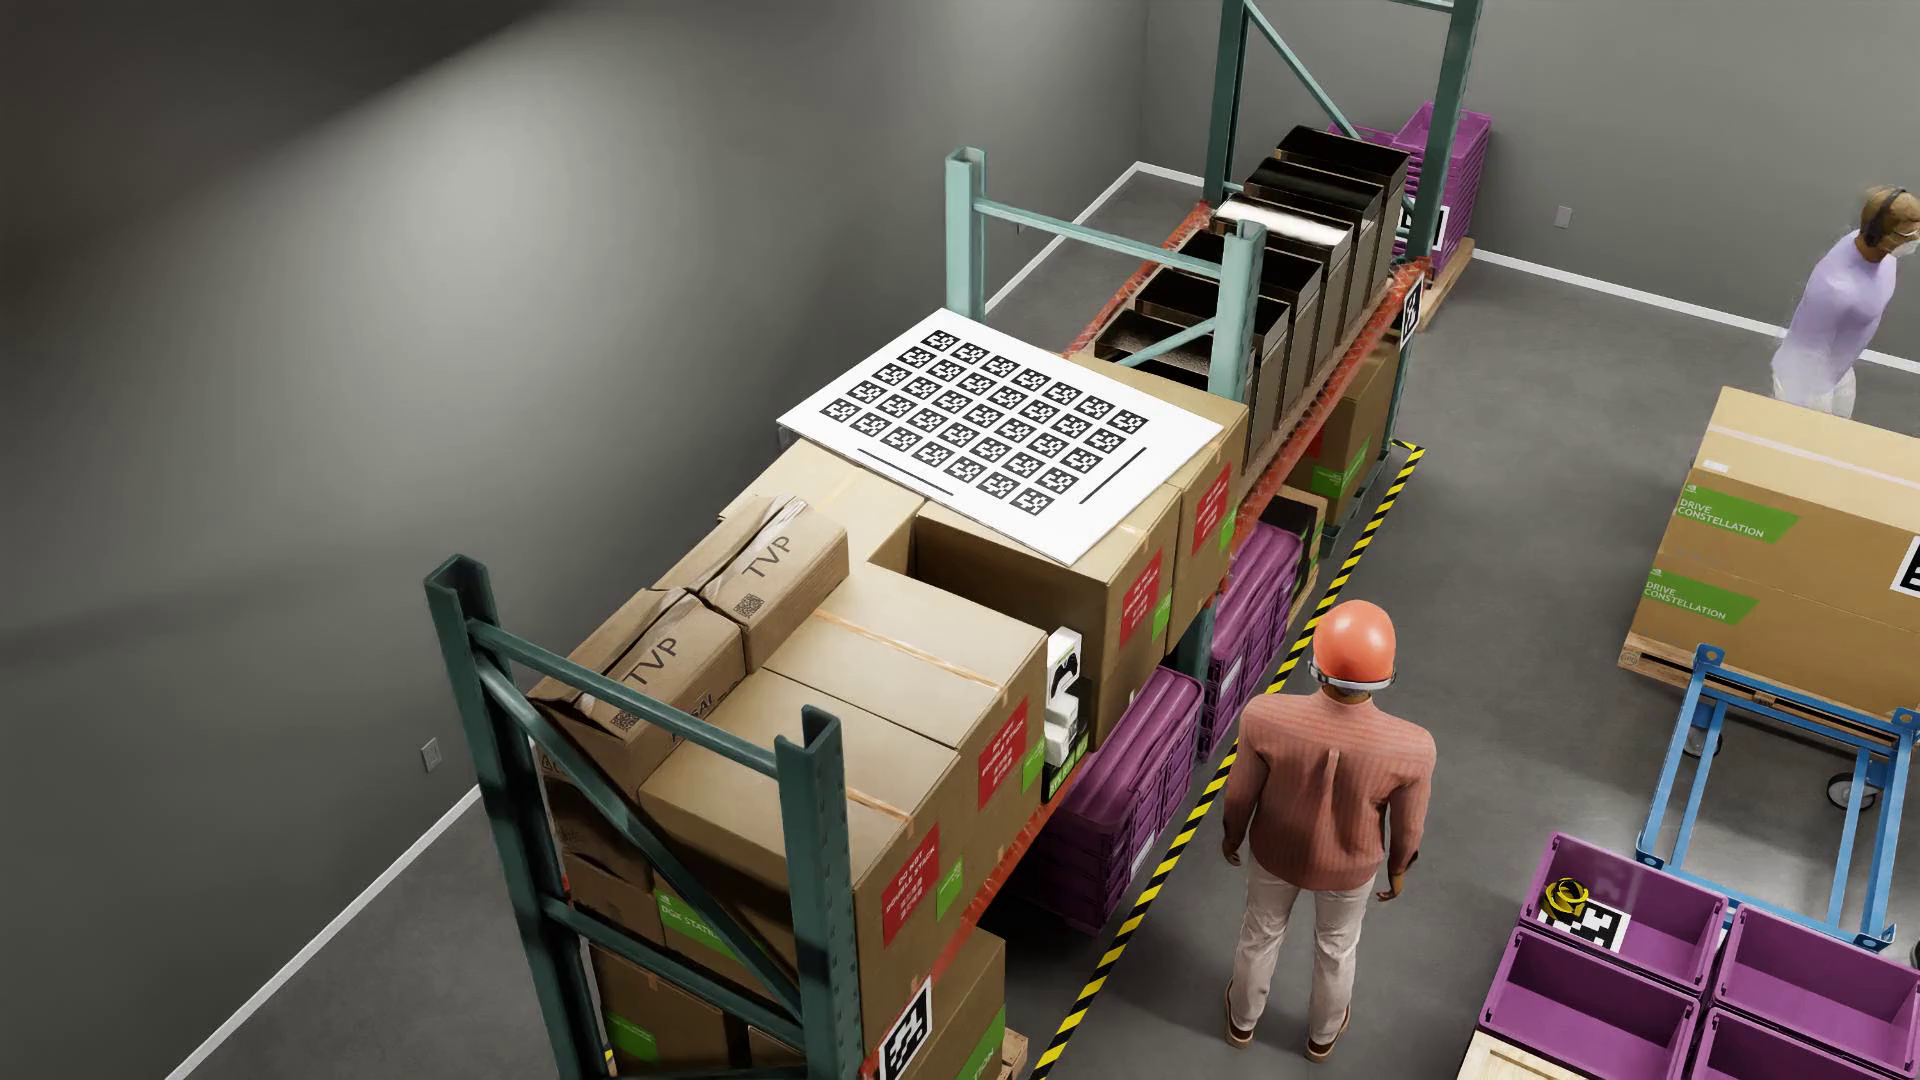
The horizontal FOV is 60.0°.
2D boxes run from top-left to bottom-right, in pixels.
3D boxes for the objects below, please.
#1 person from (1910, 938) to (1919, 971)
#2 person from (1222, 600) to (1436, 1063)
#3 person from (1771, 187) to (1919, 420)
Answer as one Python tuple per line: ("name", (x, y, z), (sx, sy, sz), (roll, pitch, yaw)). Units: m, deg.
("person", (3.698, 0.941, 5.559), (0.591, 1.829, 0.404), (24, 45, 26))
("person", (1.155, 0.978, 5.385), (0.622, 1.995, 0.383), (10, 41, 12))
("person", (3.814, -0.743, 7.491), (0.504, 1.925, 0.644), (30, 48, 31))
